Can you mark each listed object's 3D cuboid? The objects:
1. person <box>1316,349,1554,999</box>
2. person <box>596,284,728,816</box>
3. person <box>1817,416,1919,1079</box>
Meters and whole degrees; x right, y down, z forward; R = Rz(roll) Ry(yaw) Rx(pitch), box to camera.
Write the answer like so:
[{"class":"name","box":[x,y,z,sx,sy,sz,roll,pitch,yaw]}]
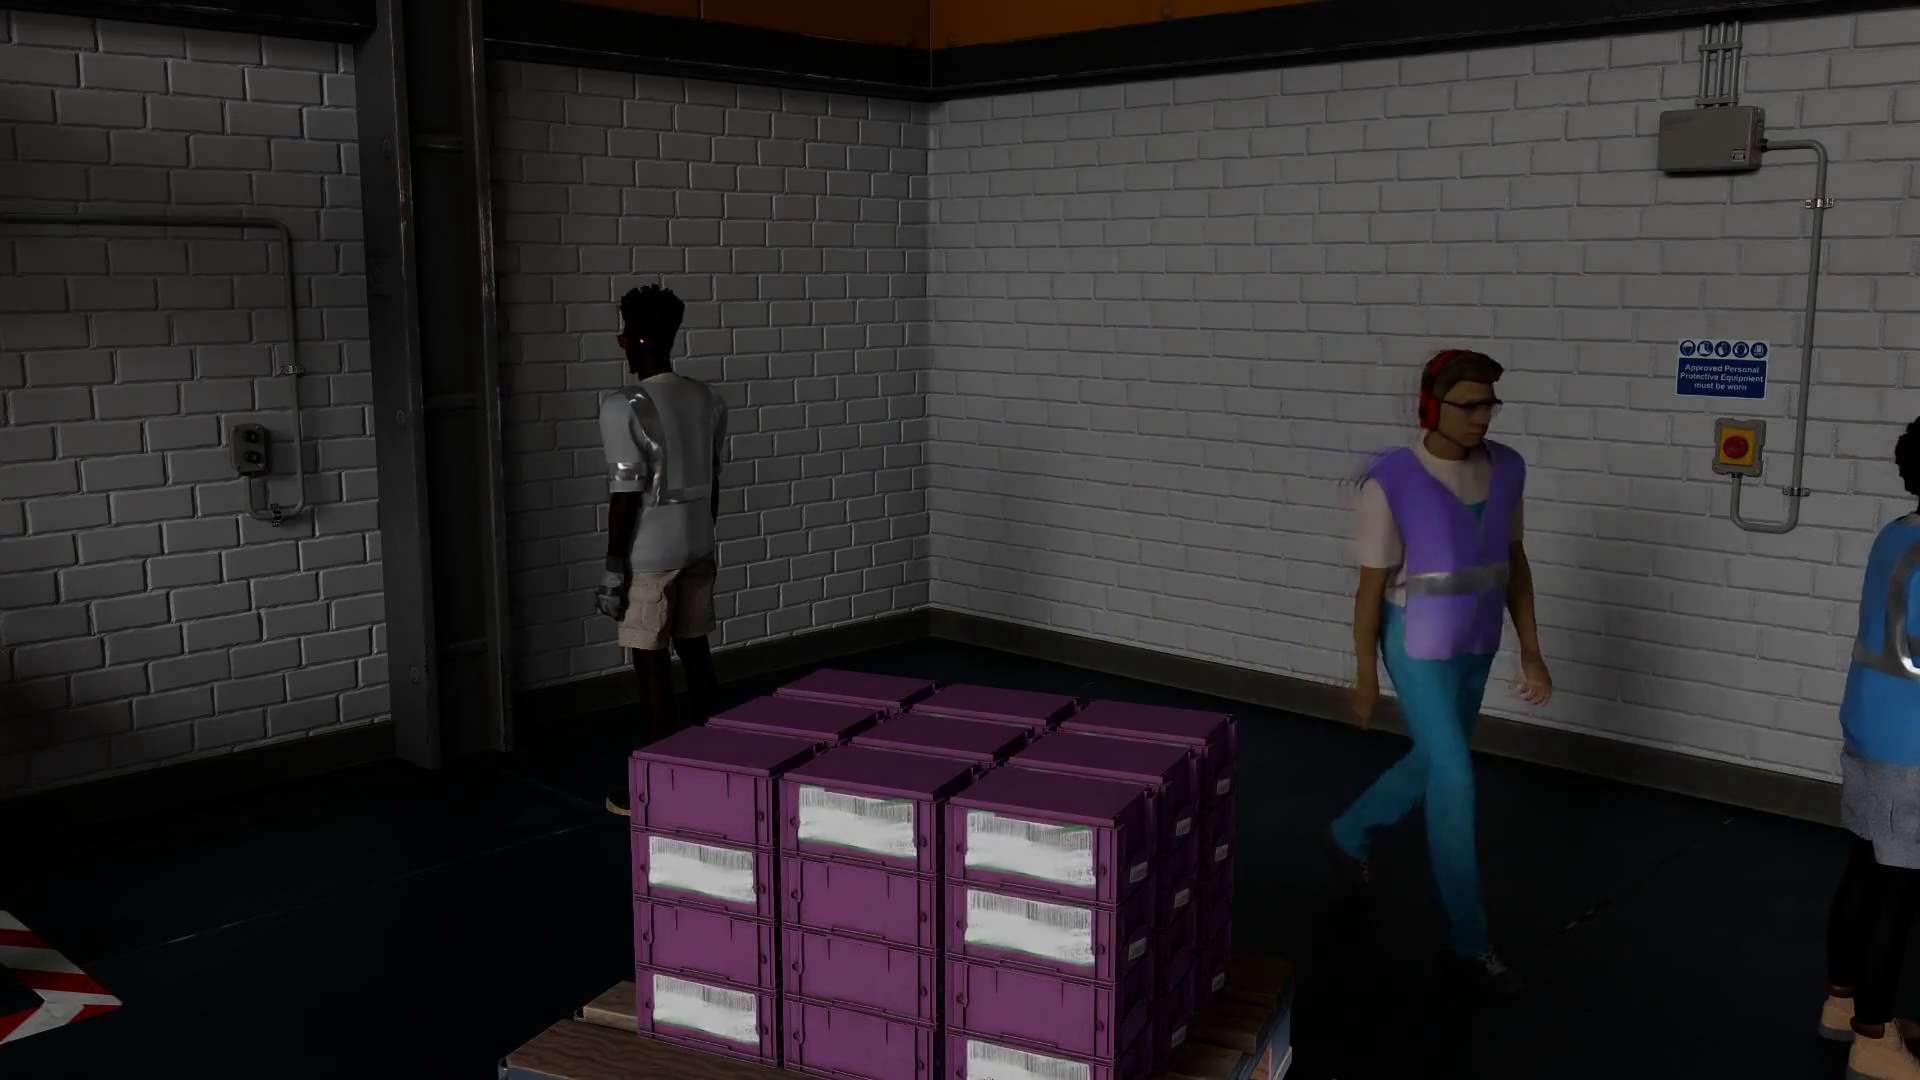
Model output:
[{"class":"person","box":[1.365,0.333,4.909,0.632,1.807,0.887,-6,11,-31]},{"class":"person","box":[-1.109,0.045,6.162,0.368,1.966,0.602,5,11,30]},{"class":"person","box":[2.370,0.511,4.132,0.317,1.695,0.540,3,10,16]}]
